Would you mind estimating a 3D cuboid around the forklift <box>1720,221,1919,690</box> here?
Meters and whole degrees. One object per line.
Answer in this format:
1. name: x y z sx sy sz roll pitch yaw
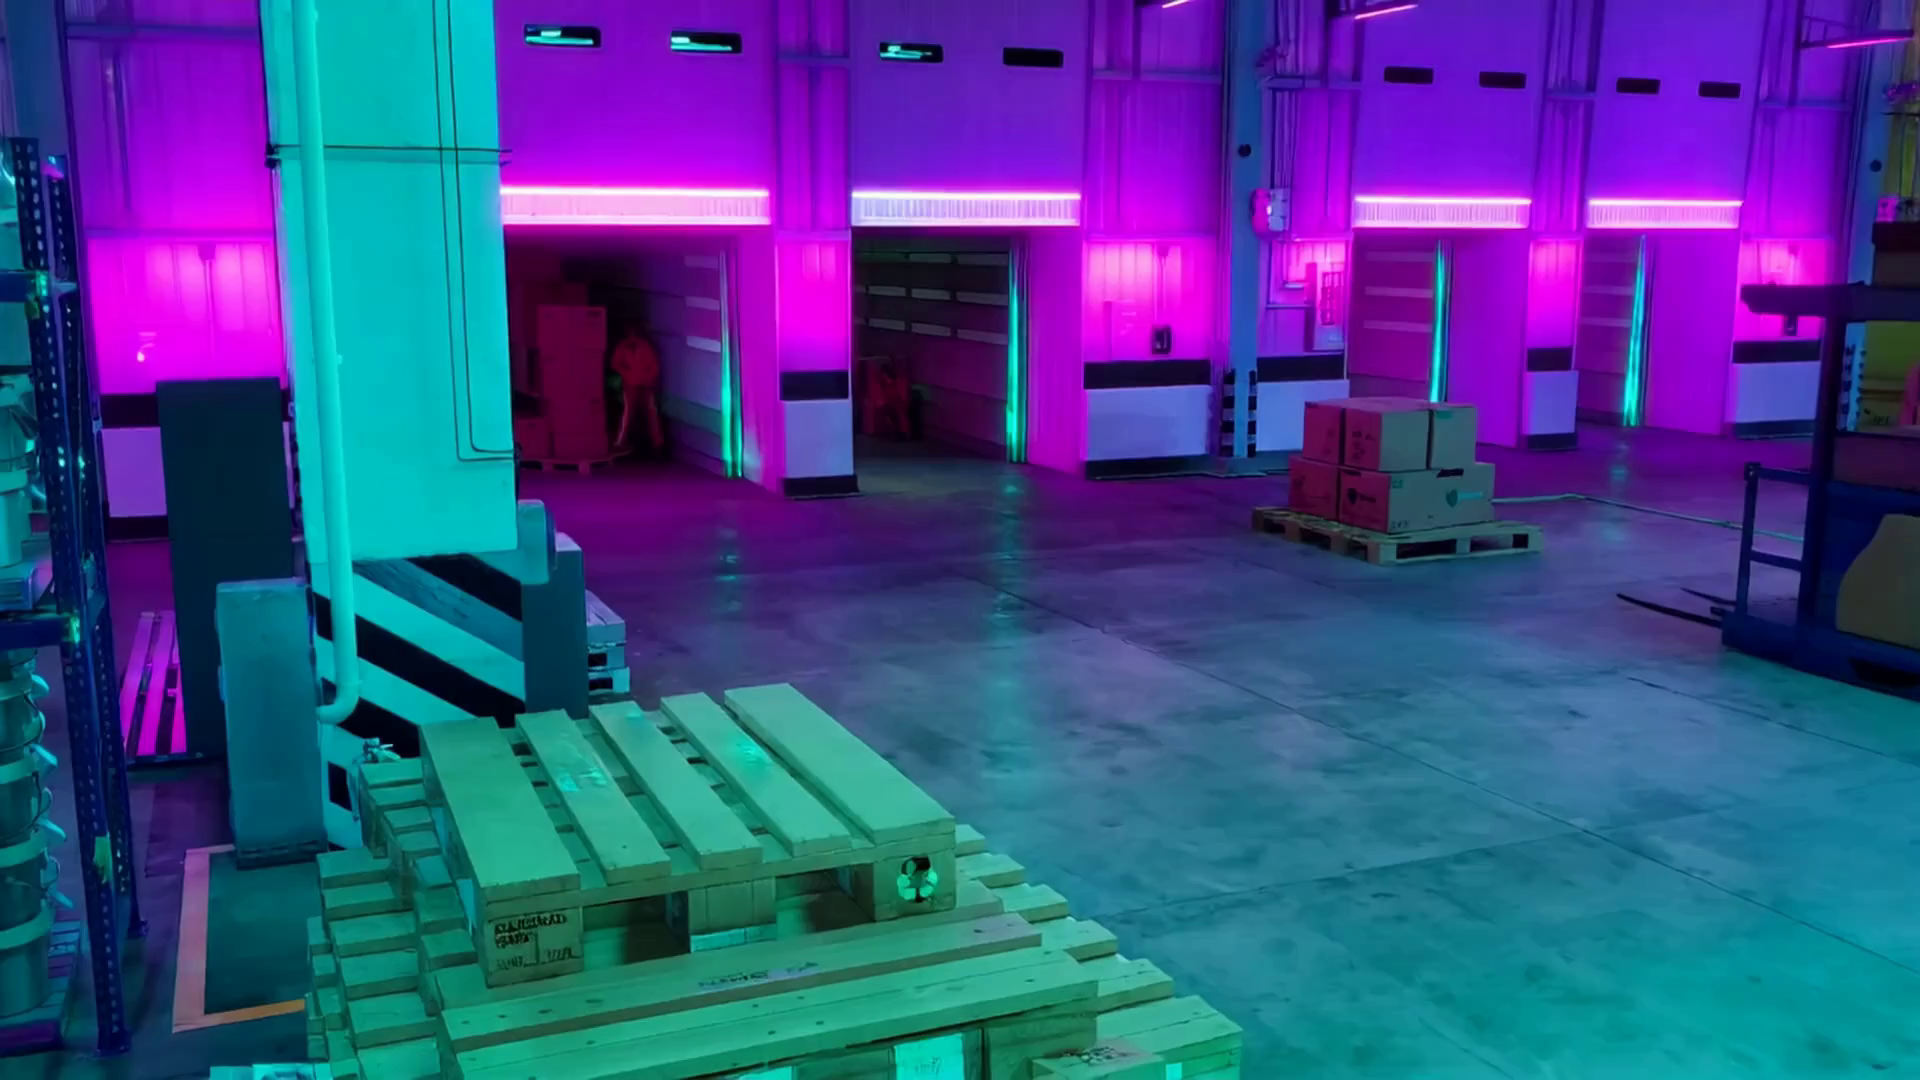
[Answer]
1. forklift: 5.949 -0.550 10.218 1.129 2.768 1.873 -4 11 -23
